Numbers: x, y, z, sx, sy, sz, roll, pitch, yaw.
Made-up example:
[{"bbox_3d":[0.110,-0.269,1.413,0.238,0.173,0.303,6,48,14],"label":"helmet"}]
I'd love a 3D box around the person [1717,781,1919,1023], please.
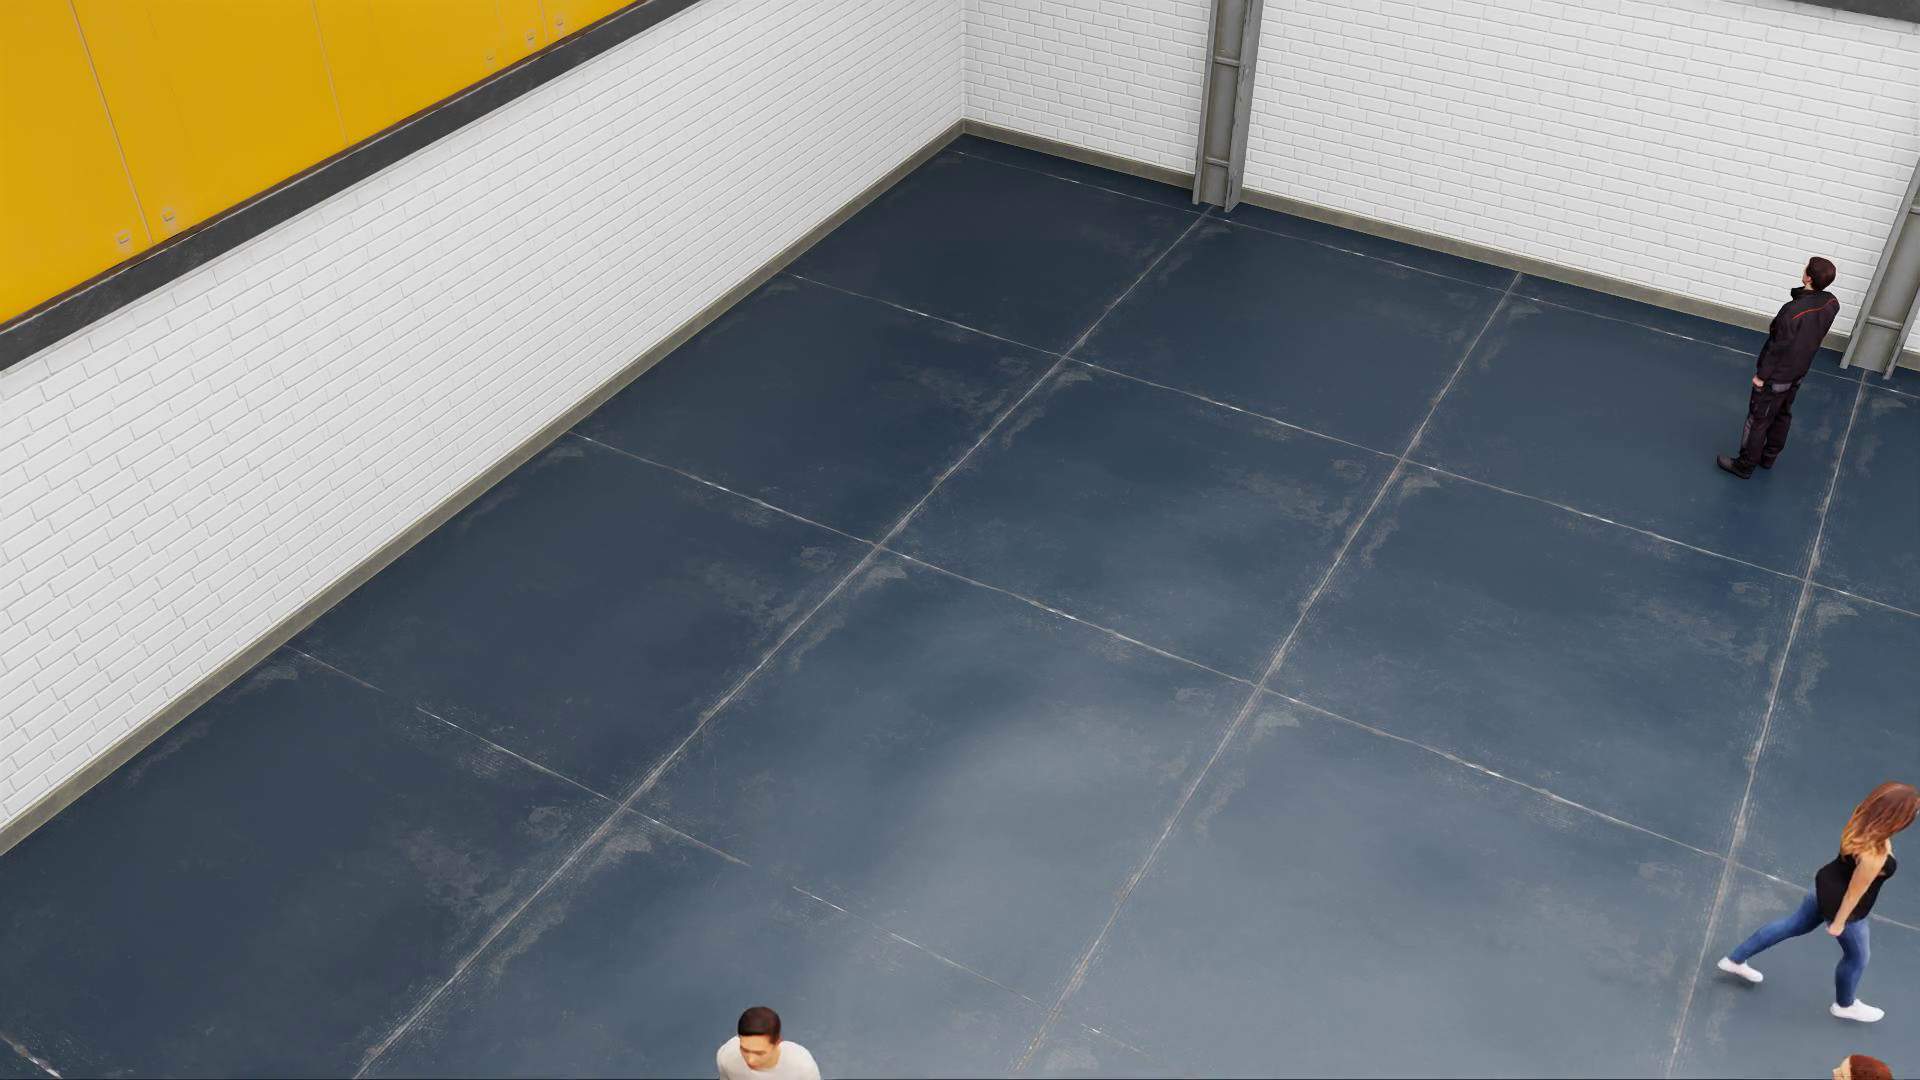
[{"bbox_3d":[4.502,1.852,8.661,1.133,1.685,0.791,9,39,11],"label":"person"}]

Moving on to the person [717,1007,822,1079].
[{"bbox_3d":[-0.803,2.625,7.627,1.200,1.767,1.056,4,39,5],"label":"person"}]

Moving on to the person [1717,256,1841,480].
[{"bbox_3d":[6.183,-1.289,12.470,0.805,1.839,0.783,-19,43,-23],"label":"person"}]
